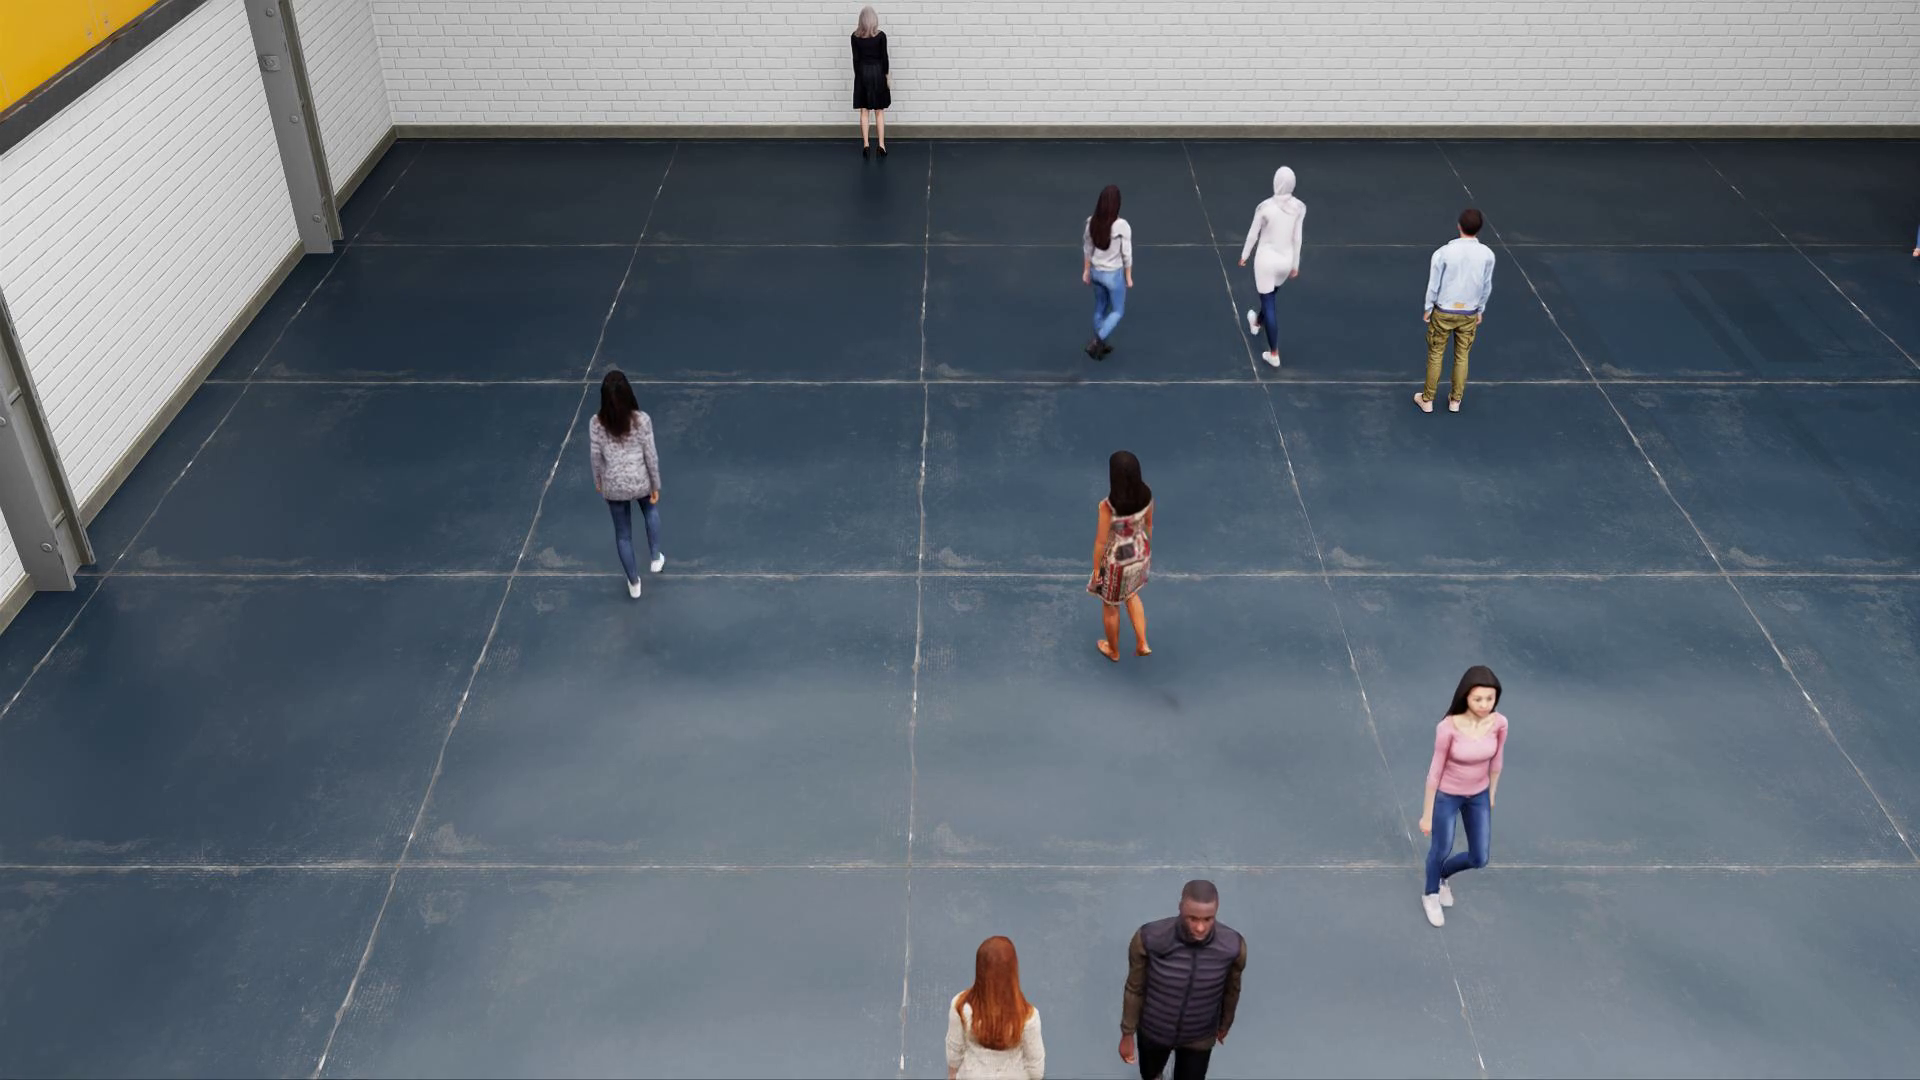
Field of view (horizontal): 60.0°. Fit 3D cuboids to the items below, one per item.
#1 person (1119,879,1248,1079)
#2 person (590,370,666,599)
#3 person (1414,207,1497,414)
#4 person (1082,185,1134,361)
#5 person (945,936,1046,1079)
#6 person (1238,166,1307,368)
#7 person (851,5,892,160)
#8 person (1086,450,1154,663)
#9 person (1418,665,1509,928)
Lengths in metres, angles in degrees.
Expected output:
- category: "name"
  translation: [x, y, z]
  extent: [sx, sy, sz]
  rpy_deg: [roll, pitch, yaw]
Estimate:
- category: "person"
  translation: [0.993, 2.200, 7.714]
  extent: [0.799, 1.807, 1.197]
  rpy_deg: [4, 34, 7]
- category: "person"
  translation: [-2.328, -0.344, 11.622]
  extent: [0.688, 1.716, 0.763]
  rpy_deg: [-7, 34, -10]
- category: "person"
  translation: [4.136, -1.911, 13.893]
  extent: [0.670, 1.811, 0.549]
  rpy_deg: [1, 34, 1]
- category: "person"
  translation: [1.263, -2.296, 14.650]
  extent: [0.851, 1.616, 0.925]
  rpy_deg: [27, 42, 34]
- category: "person"
  translation: [0.151, 2.442, 7.439]
  extent: [0.650, 1.707, 0.599]
  rpy_deg: [7, 34, 10]
- category: "person"
  translation: [2.779, -2.370, 14.655]
  extent: [0.792, 1.733, 1.178]
  rpy_deg: [-6, 34, -9]
- category: "person"
  translation: [-1.010, -5.210, 18.916]
  extent: [0.600, 1.747, 0.569]
  rpy_deg: [2, 34, 3]
- category: "person"
  translation: [1.121, 0.170, 10.925]
  extent: [0.829, 1.632, 0.910]
  rpy_deg: [-17, 37, -24]
- category: "person"
  translation: [2.692, 1.349, 9.061]
  extent: [0.629, 1.732, 0.652]
  rpy_deg: [-4, 34, -6]
